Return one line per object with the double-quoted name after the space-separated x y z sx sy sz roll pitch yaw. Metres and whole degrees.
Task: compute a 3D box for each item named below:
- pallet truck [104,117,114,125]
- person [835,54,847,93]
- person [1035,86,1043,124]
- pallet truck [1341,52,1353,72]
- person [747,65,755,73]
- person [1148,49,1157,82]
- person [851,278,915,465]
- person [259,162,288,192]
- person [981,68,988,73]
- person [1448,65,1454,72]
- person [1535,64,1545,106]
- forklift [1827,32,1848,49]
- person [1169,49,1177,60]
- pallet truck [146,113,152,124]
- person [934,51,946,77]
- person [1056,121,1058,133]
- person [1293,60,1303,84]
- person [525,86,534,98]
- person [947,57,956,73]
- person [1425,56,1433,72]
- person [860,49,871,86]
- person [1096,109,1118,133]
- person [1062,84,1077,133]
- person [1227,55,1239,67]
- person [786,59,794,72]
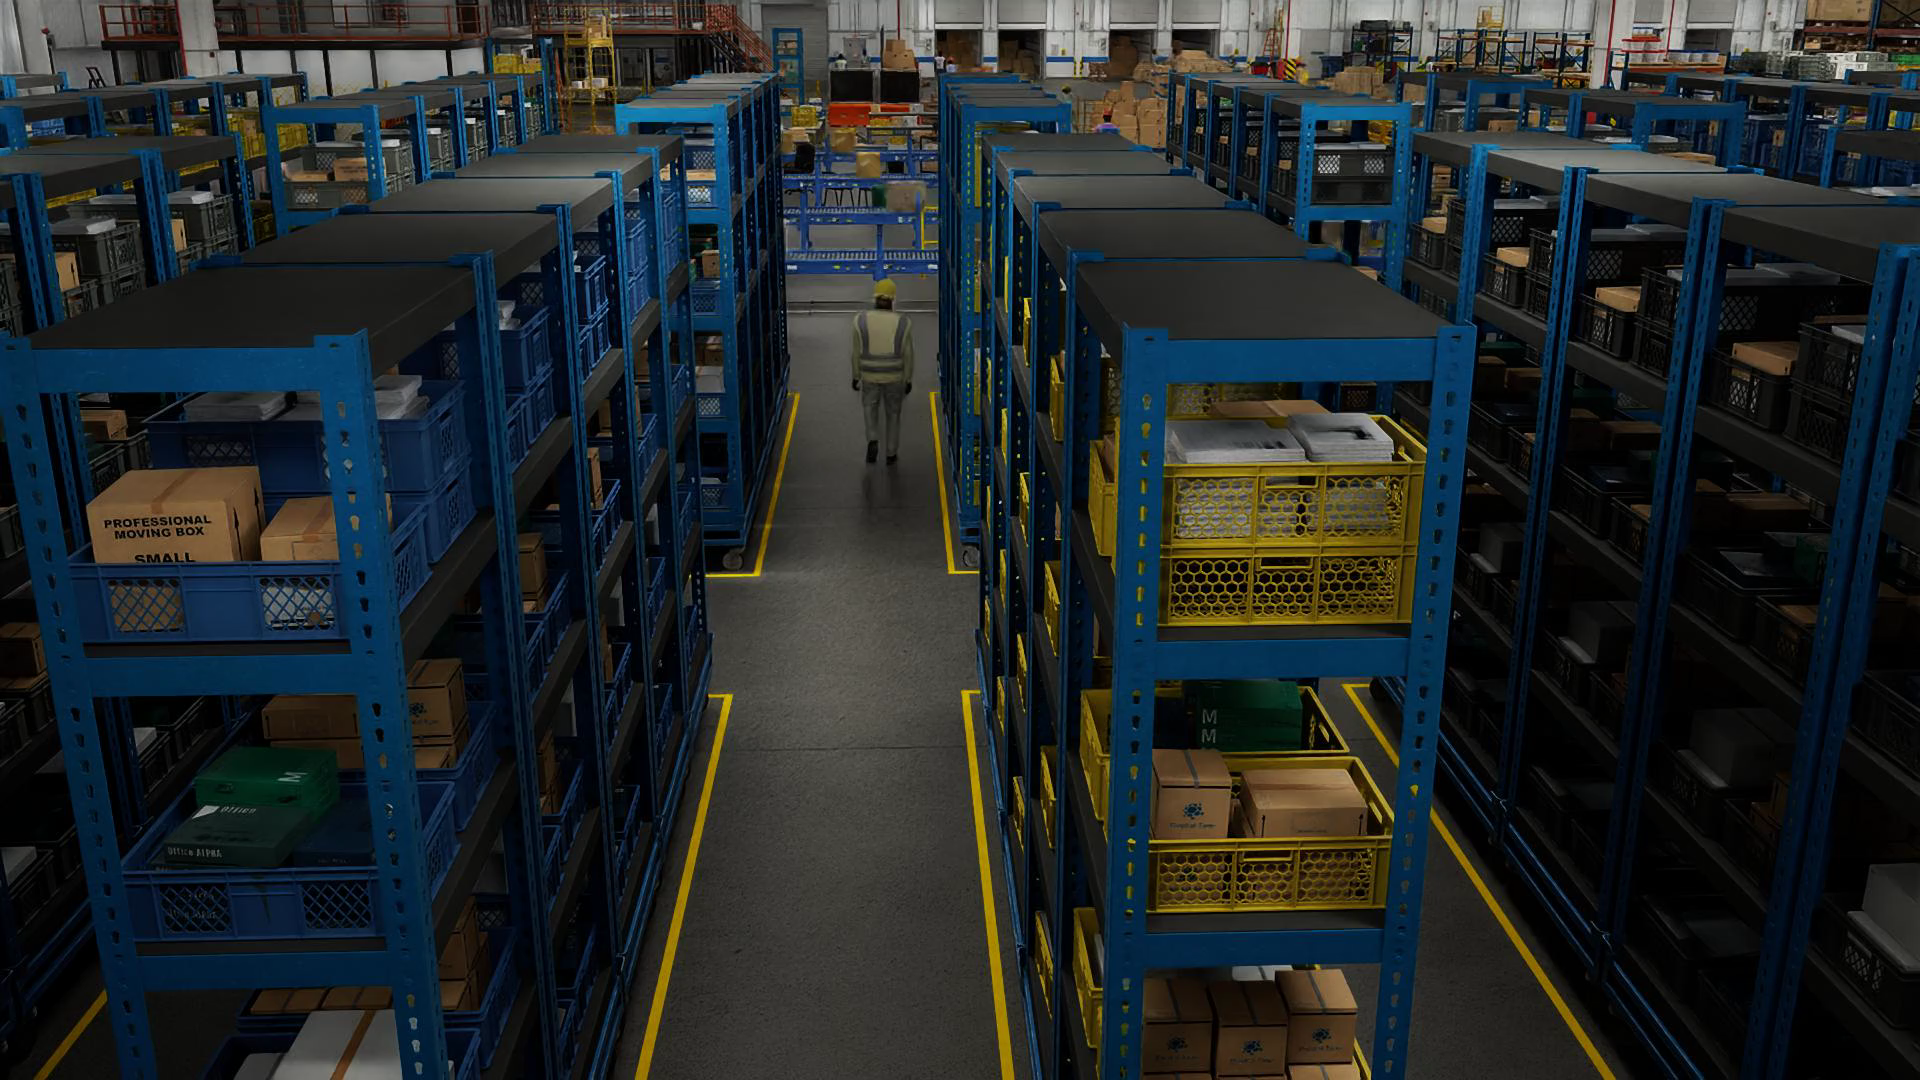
-18.367 -7.885 35.078 1.885 1.965 0.823 1 18 2 "pallet truck"
-5.892 -23.170 82.574 0.609 1.880 0.991 -3 18 -10 "person"
2.534 -13.341 52.282 0.591 1.800 0.797 13 22 34 "person"
18.794 -23.123 82.231 0.823 1.965 1.885 -13 22 -35 "pallet truck"
-8.563 -18.555 68.307 0.588 1.866 0.612 -6 19 -19 "person"
10.927 -26.566 93.162 0.920 1.833 0.514 -3 18 -8 "person"
-0.729 -1.580 15.858 0.610 1.814 0.486 0 18 0 "person"
-13.050 -6.651 31.656 0.543 1.745 0.599 -12 22 -33 "person"
0.838 -17.007 63.397 0.618 1.953 1.011 -13 22 -35 "person"
19.640 -18.138 66.927 0.392 1.932 0.723 -1 18 -4 "person"
24.097 -18.861 69.271 0.513 1.859 0.321 -10 20 -28 "person"
46.024 -25.320 87.618 1.129 2.768 1.873 -1 18 -2 "forklift"
12.002 -26.858 94.078 0.678 1.818 0.624 -9 20 -26 "person"
-18.087 -8.309 36.390 1.885 1.965 0.823 -1 18 -4 "pallet truck"
-1.053 -24.883 87.890 0.607 1.879 0.975 -1 18 -2 "person"
2.264 -8.875 38.072 0.389 2.039 0.613 -3 18 -9 "person"
14.872 -20.243 73.495 0.985 1.883 0.549 8 20 24 "person"
-16.152 -16.675 62.527 0.346 1.844 0.507 -1 18 -2 "person"
-0.421 -21.044 75.894 0.552 1.935 0.374 -15 23 -39 "person"
22.246 -22.044 79.078 0.355 1.882 0.576 11 21 30 "person"
-5.066 -25.308 89.078 0.605 1.944 0.402 10 20 27 "person"
3.436 -9.104 38.962 0.542 1.928 0.374 1 18 4 "person"
3.661 -14.432 55.799 0.535 1.702 0.563 16 24 40 "person"
12.547 -21.407 76.851 0.683 2.000 0.735 14 22 36 "person"
-9.602 -26.839 94.000 0.452 1.825 0.638 0 18 0 "person"
